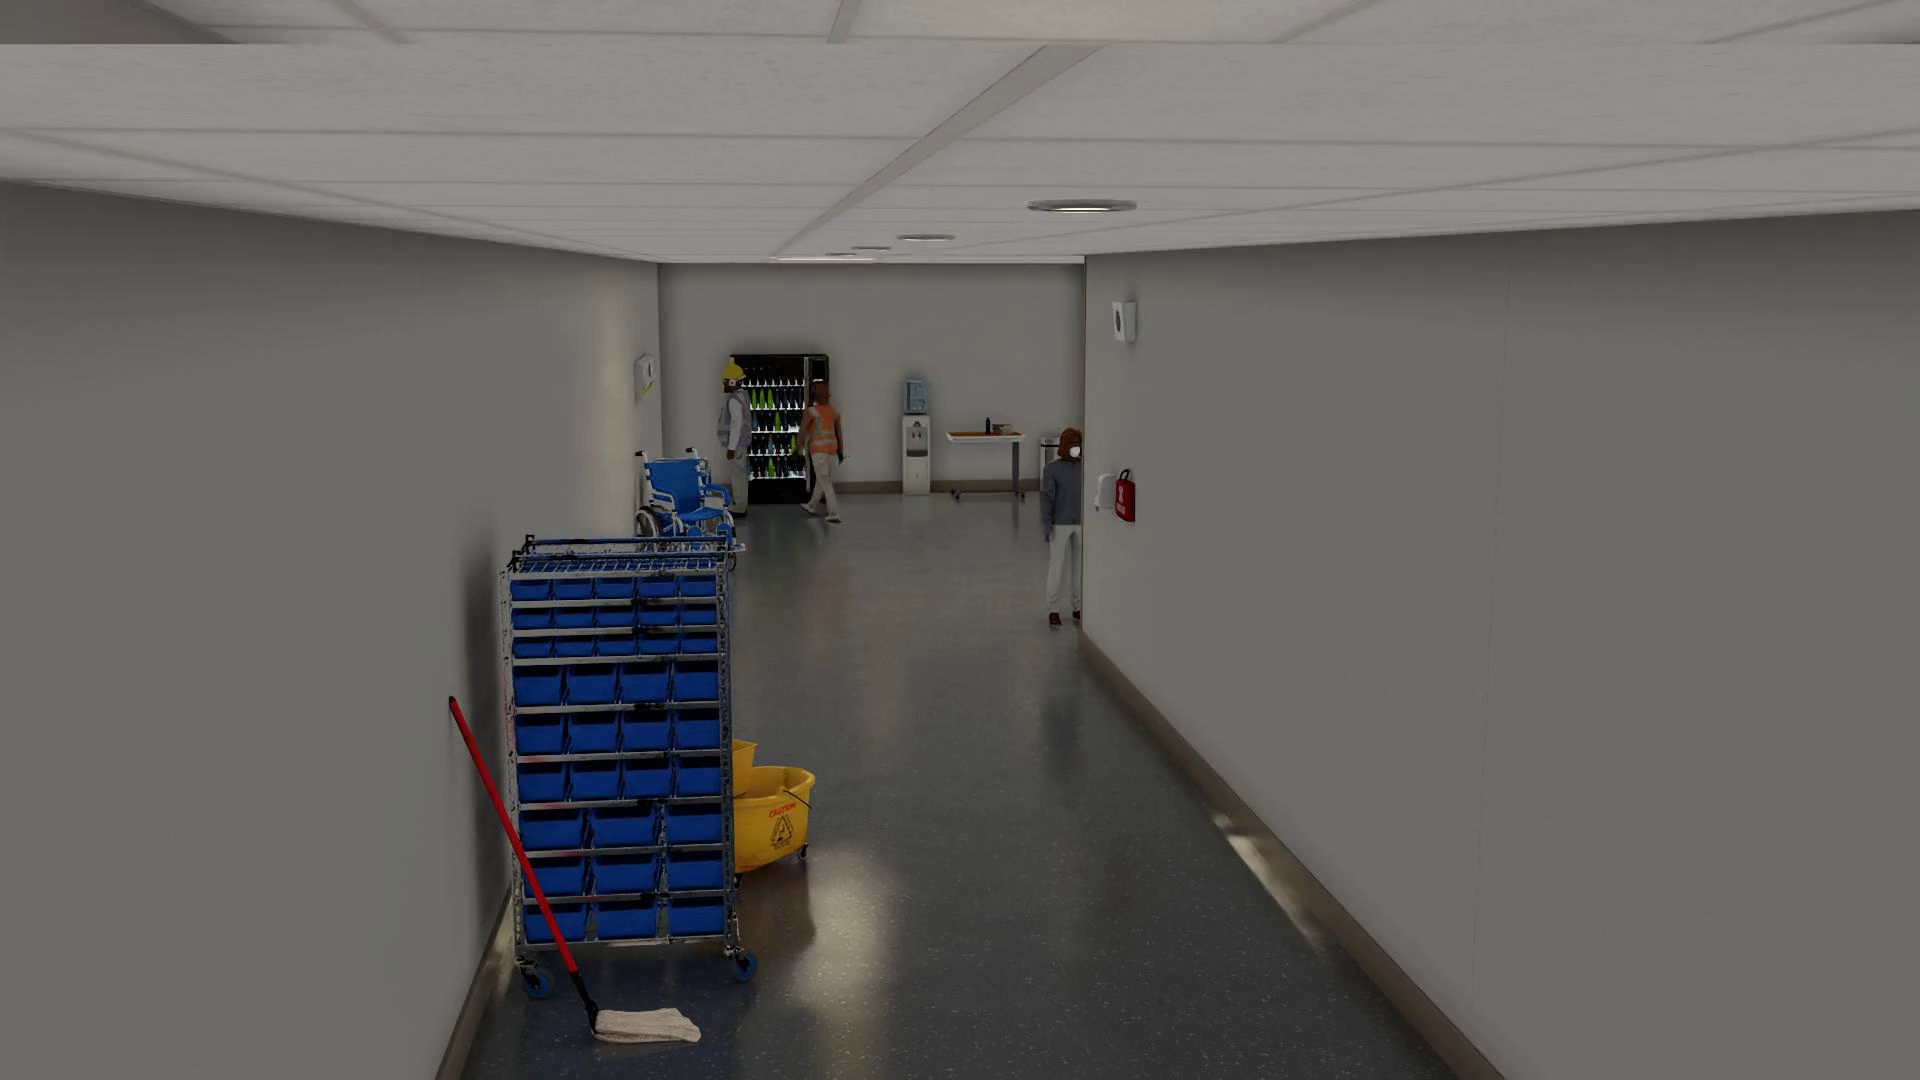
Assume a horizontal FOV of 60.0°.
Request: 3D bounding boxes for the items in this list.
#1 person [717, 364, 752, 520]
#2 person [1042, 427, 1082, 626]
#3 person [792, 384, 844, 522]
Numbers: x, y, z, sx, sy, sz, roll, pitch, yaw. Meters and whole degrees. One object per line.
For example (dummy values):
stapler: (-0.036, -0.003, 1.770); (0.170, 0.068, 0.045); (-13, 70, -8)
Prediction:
person: (-2.646, -1.146, 19.522); (0.404, 1.833, 0.589); (0, 9, 0)
person: (0.910, -0.114, 13.700); (0.507, 1.633, 0.278); (-4, 10, -23)
person: (-1.666, -1.028, 19.528); (0.856, 1.591, 0.523); (8, 12, 42)
